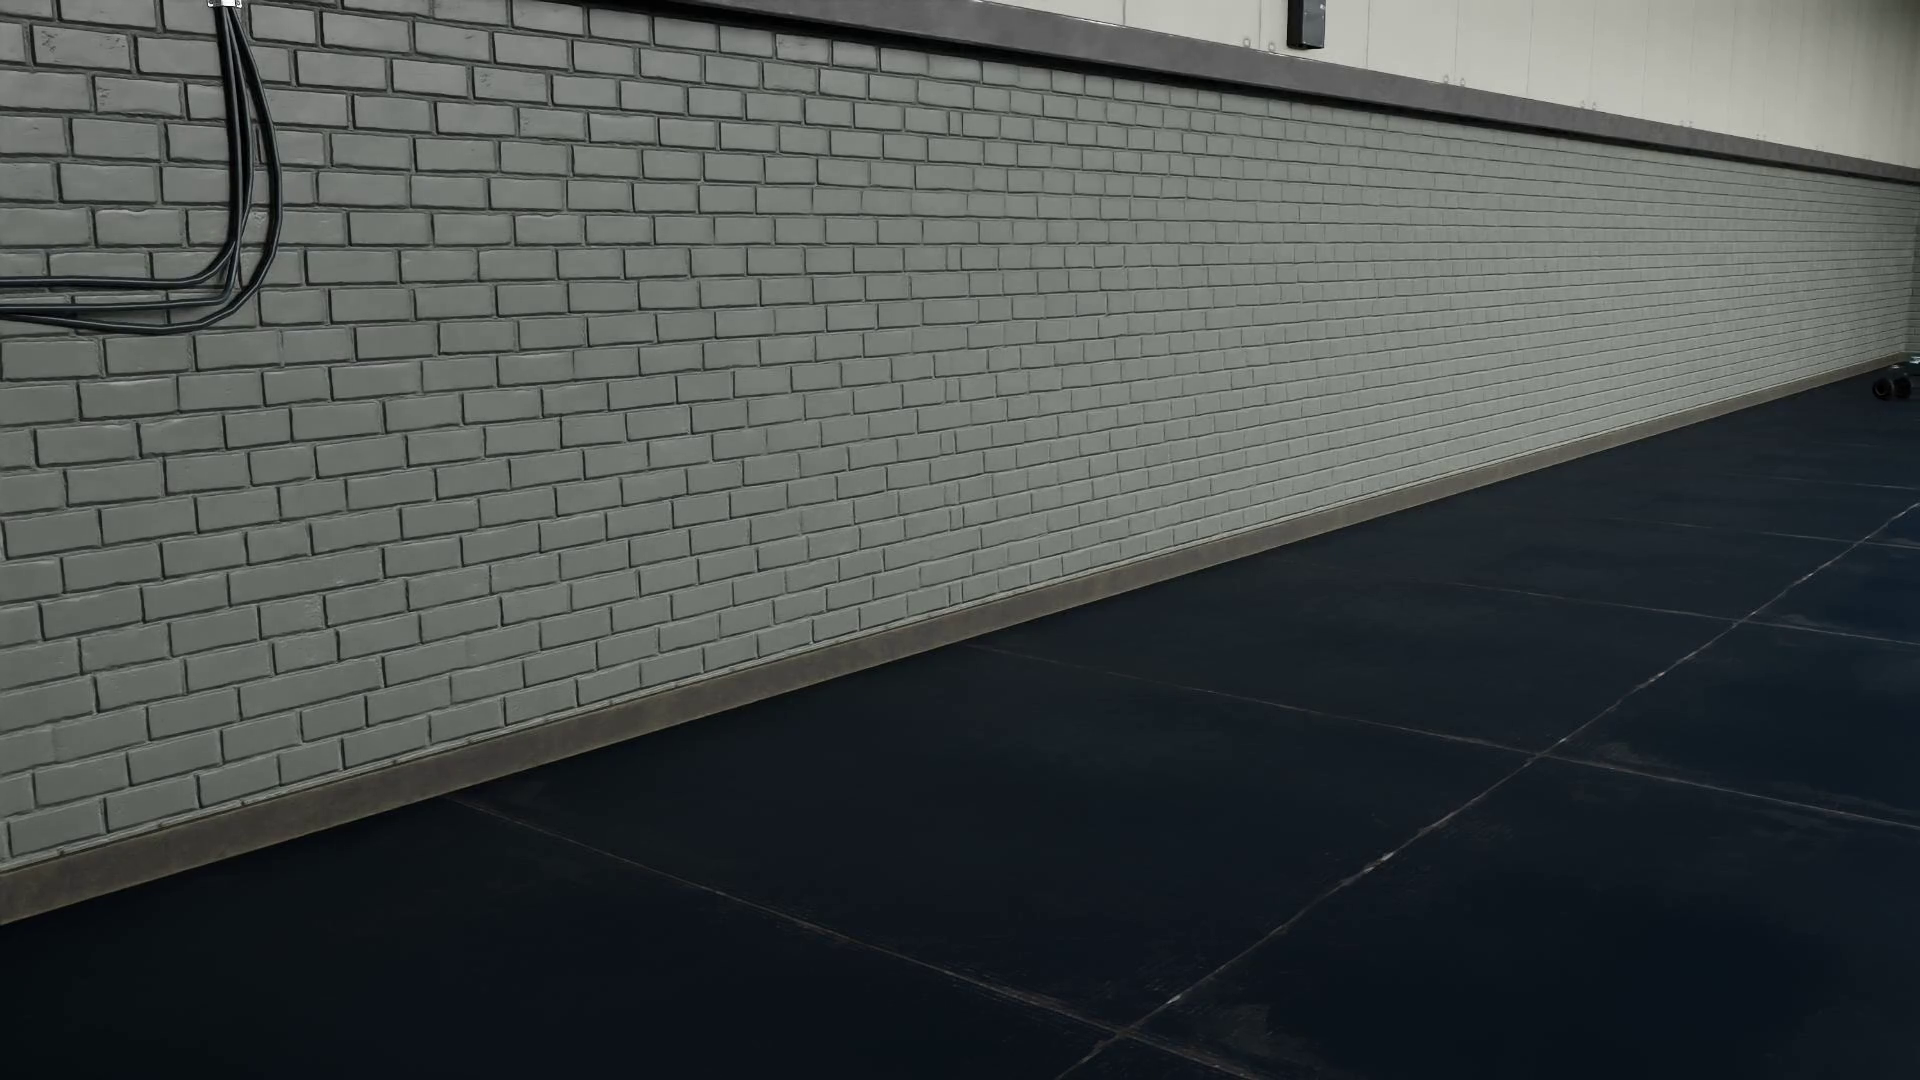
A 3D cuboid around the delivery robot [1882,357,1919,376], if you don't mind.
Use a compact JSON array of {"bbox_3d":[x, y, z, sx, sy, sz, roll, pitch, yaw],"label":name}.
[{"bbox_3d":[11.990,-2.190,20.903,0.335,0.223,0.698,-6,12,-29],"label":"delivery robot"}]
